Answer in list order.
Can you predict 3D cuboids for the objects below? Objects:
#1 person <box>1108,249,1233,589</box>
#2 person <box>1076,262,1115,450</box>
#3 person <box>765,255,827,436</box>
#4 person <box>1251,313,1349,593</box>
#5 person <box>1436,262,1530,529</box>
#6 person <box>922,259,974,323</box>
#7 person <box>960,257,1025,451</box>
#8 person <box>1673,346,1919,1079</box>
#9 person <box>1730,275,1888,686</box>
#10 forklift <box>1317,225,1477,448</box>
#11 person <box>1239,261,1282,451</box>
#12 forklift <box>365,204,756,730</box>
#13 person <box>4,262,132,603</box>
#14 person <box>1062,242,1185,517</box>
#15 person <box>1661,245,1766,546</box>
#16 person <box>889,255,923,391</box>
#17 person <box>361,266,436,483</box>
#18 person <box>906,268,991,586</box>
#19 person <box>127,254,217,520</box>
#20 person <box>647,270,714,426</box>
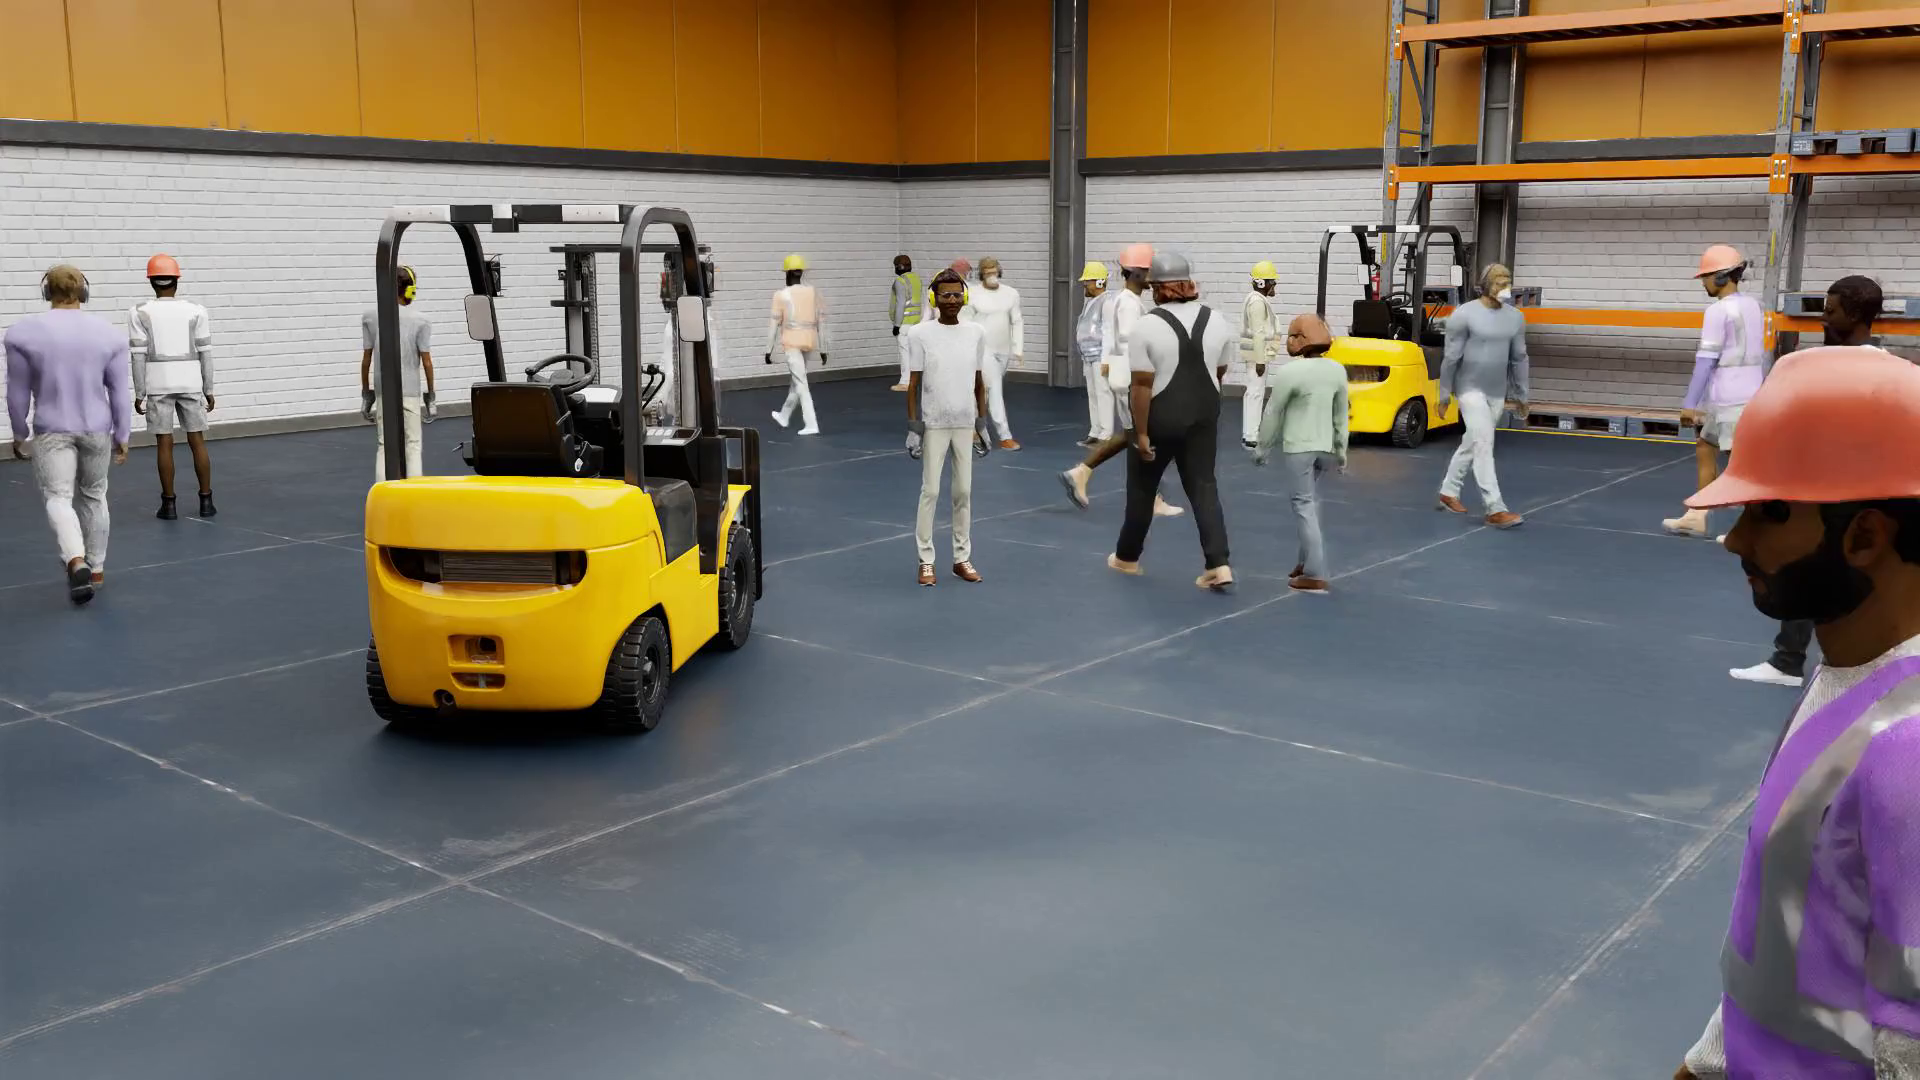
[{"bbox_3d":[1.277,-0.744,9.822,0.686,2.000,1.029,-4,11,-20],"label":"person"},{"bbox_3d":[1.334,-1.795,16.254,0.403,1.826,0.591,-3,11,-16],"label":"person"},{"bbox_3d":[-1.759,-2.053,17.545,0.612,1.868,1.019,-9,13,-40],"label":"person"},{"bbox_3d":[1.971,-0.511,9.689,0.497,1.608,0.543,-7,12,-34],"label":"person"},{"bbox_3d":[3.770,-1.055,12.017,0.638,1.887,1.061,-4,11,-22],"label":"person"},{"bbox_3d":[-0.085,-1.972,17.202,0.746,1.846,1.015,2,10,9],"label":"person"},{"bbox_3d":[0.279,-1.842,16.368,0.623,1.883,1.038,-6,12,-31],"label":"person"},{"bbox_3d":[0.972,0.720,2.071,0.823,1.904,0.548,6,12,29],"label":"person"},{"bbox_3d":[4.060,-0.235,7.451,0.876,1.892,0.601,7,12,33],"label":"person"},{"bbox_3d":[4.449,-2.115,16.993,1.214,2.155,2.313,8,13,38],"label":"forklift"},{"bbox_3d":[2.922,-1.788,16.185,0.404,1.830,0.600,1,10,6],"label":"person"},{"bbox_3d":[-1.766,-0.406,7.525,1.214,2.155,2.313,1,10,7],"label":"forklift"},{"bbox_3d":[-5.025,-0.612,9.448,0.630,1.915,0.895,-8,13,-36],"label":"person"},{"bbox_3d":[1.216,-1.168,12.236,0.855,2.020,0.625,1,10,3],"label":"person"},{"bbox_3d":[5.070,-0.955,11.121,0.893,1.990,0.664,10,14,44],"label":"person"},{"bbox_3d":[-0.749,-2.940,22.558,0.430,1.839,0.619,5,11,24],"label":"person"},{"bbox_3d":[-4.007,-1.015,11.852,0.529,1.857,0.362,0,10,2],"label":"person"},{"bbox_3d":[-0.063,-0.665,9.857,0.532,1.870,0.315,-4,11,-20],"label":"person"},{"bbox_3d":[-5.762,-1.116,12.178,0.551,1.932,0.376,-7,12,-32],"label":"person"},{"bbox_3d":[-1.925,-0.874,11.062,0.938,1.841,0.595,1,10,8],"label":"person"}]
